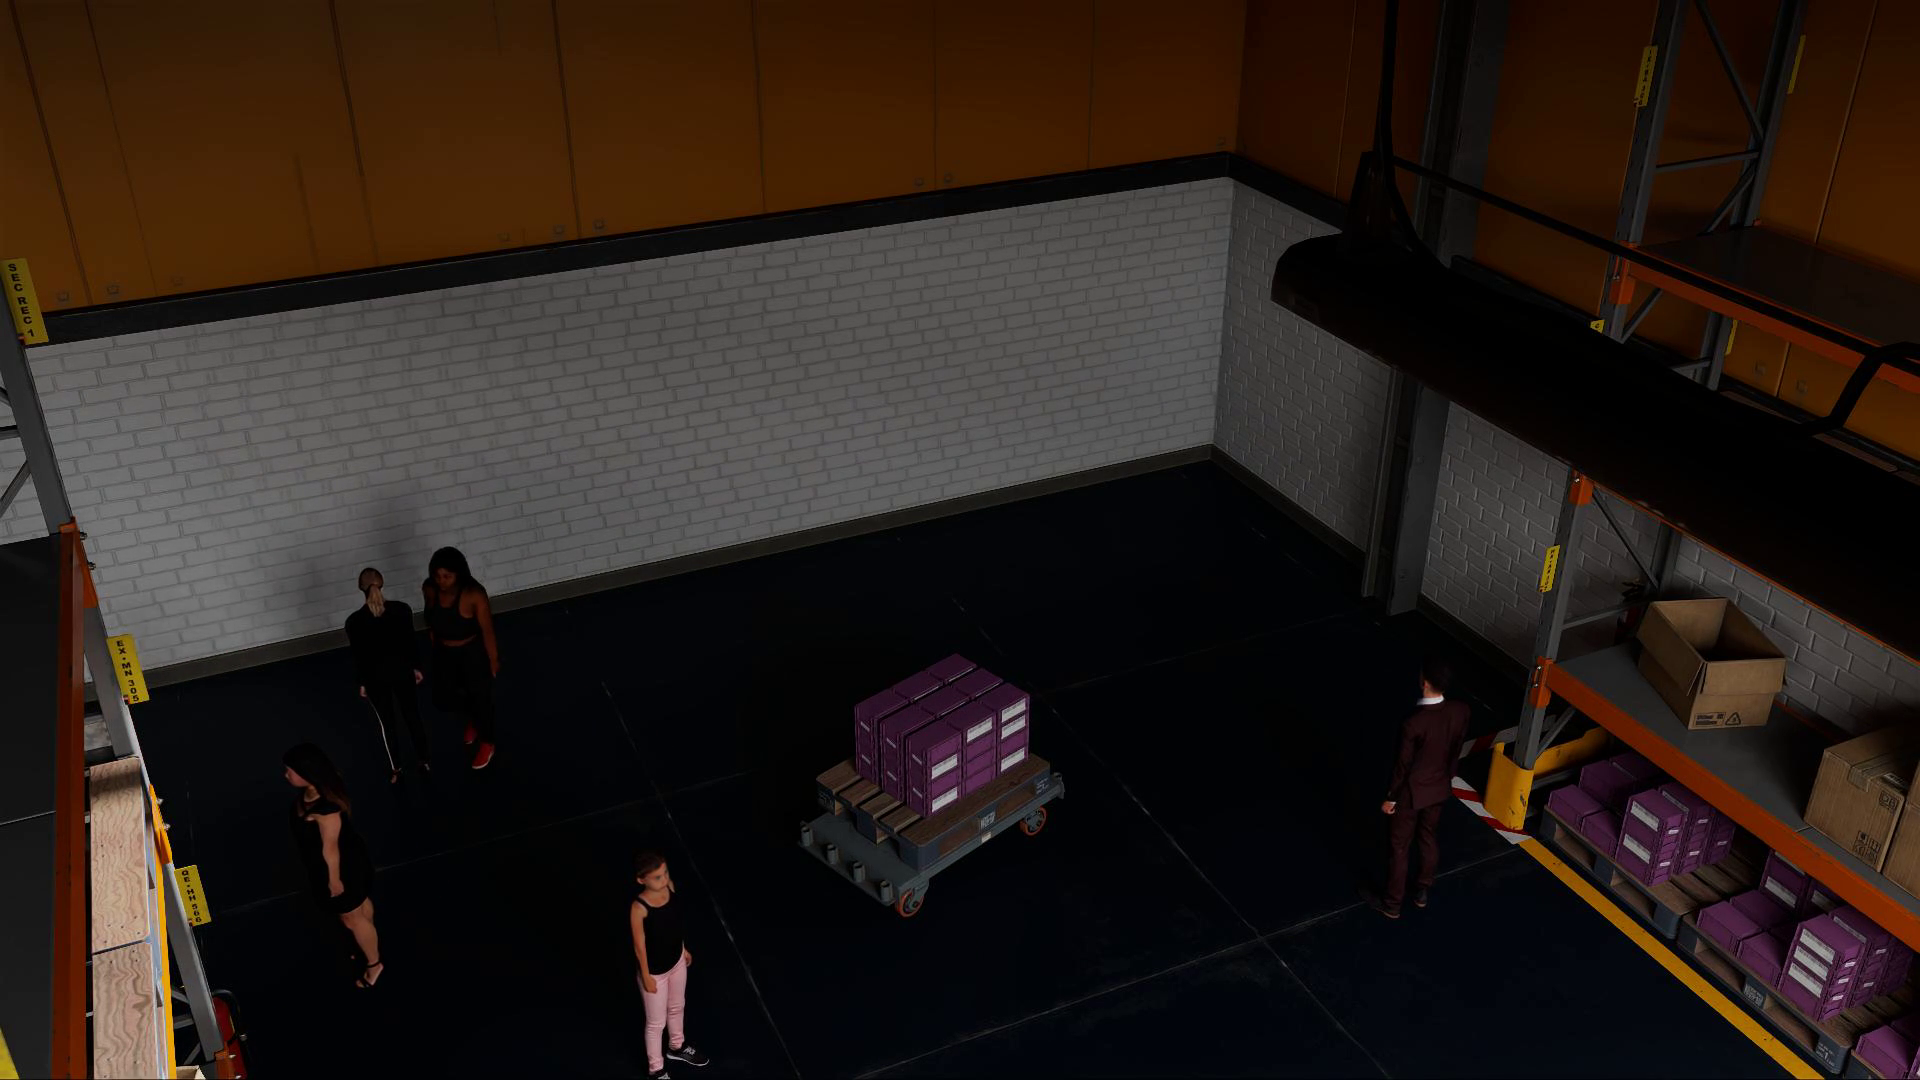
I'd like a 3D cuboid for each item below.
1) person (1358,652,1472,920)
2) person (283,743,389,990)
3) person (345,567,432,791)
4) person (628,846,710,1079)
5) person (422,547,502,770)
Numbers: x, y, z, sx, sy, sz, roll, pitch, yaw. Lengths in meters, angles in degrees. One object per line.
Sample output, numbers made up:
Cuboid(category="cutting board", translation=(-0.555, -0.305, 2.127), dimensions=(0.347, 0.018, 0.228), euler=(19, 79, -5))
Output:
Cuboid(category="person", translation=(2.825, 1.512, 10.214), dimensions=(0.682, 1.866, 0.598), euler=(-14, 32, -24))
Cuboid(category="person", translation=(-3.613, 1.880, 9.700), dimensions=(0.709, 1.711, 0.550), euler=(-10, 30, -18))
Cuboid(category="person", translation=(-3.914, 0.952, 11.408), dimensions=(0.650, 1.706, 0.574), euler=(-17, 33, -29))
Cuboid(category="person", translation=(-1.630, 2.313, 9.059), dimensions=(0.661, 1.566, 0.617), euler=(15, 32, 25))
Cuboid(category="person", translation=(-3.451, 0.772, 11.648), dimensions=(0.897, 1.792, 0.959), euler=(8, 30, 14))
